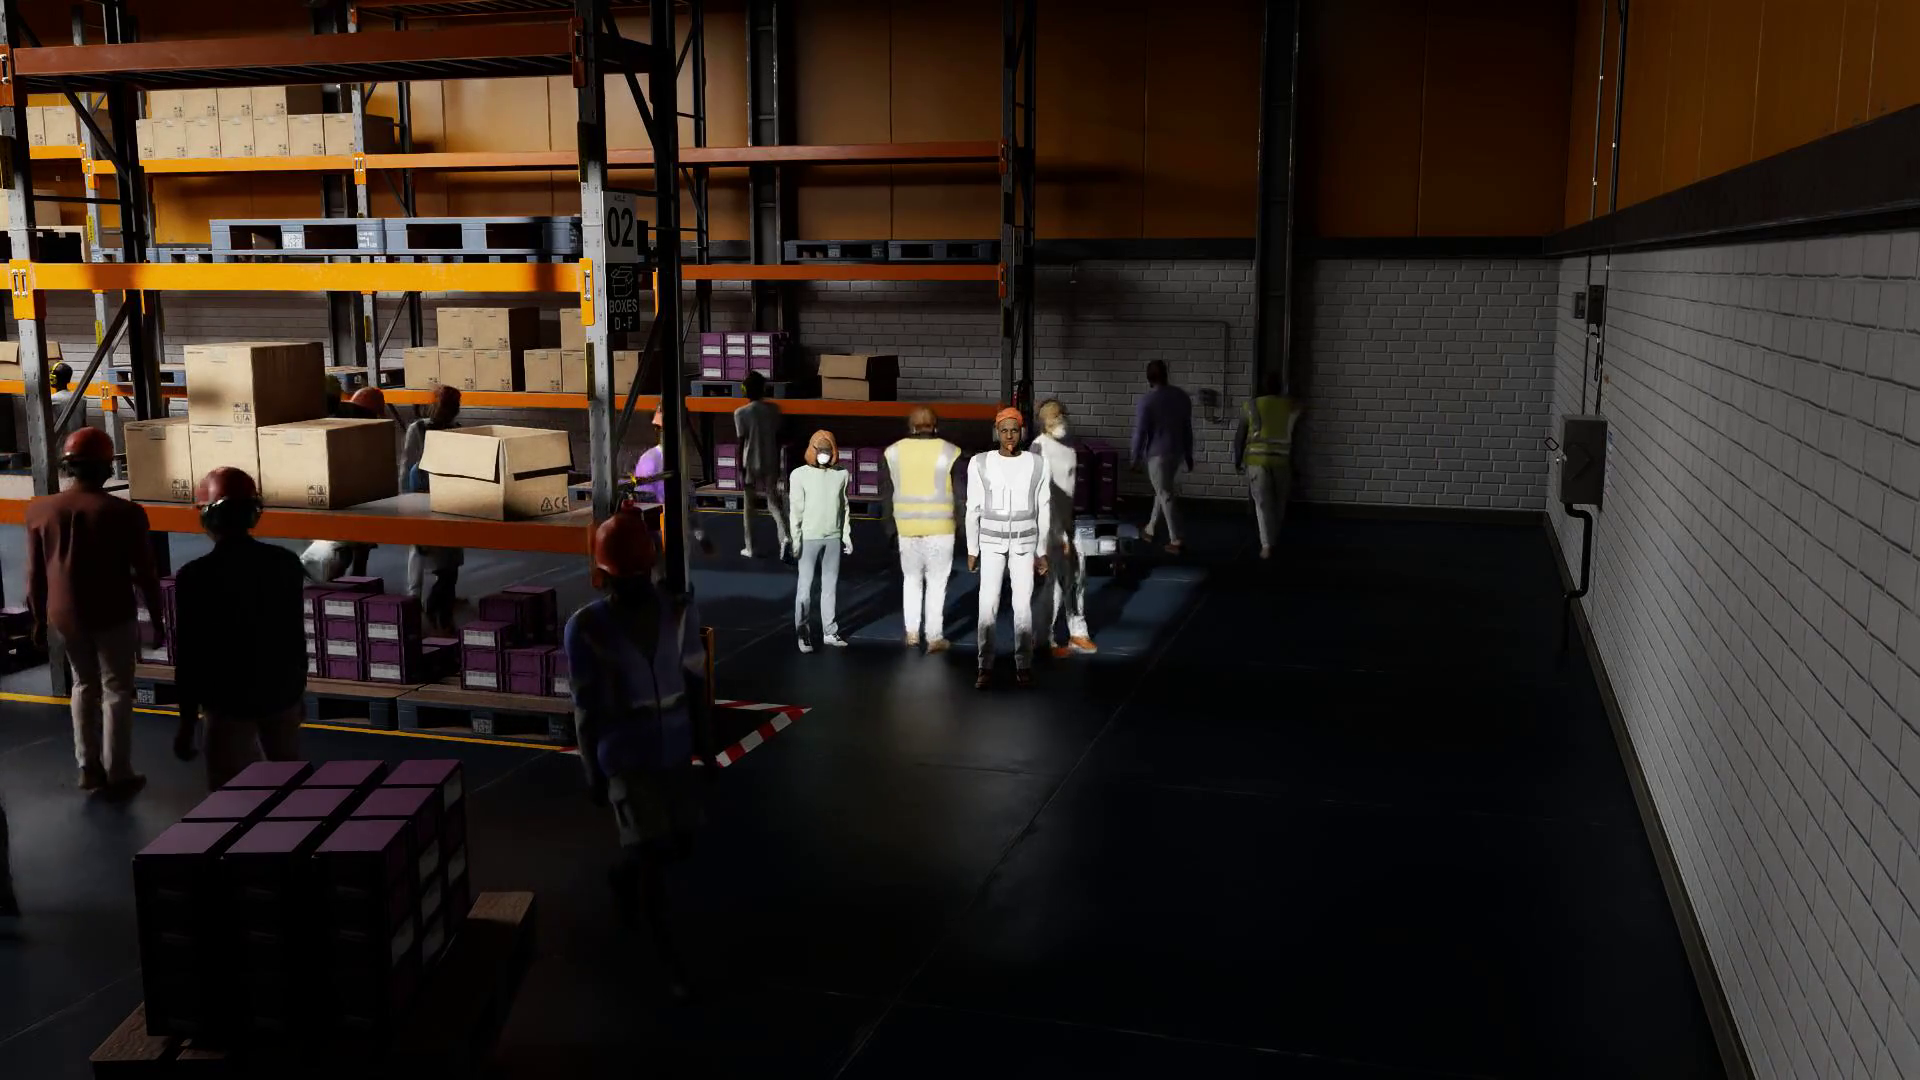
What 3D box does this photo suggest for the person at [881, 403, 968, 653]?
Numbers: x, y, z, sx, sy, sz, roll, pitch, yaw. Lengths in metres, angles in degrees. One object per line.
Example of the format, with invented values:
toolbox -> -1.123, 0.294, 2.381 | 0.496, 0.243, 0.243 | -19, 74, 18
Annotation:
person -> -0.224, -0.081, 12.145 | 0.675, 1.830, 0.504 | 3, 10, 17

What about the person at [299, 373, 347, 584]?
person -> -5.472, -0.488, 14.338 | 0.470, 1.909, 0.623 | -2, 10, -14

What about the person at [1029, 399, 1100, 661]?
person -> 0.704, -0.070, 11.857 | 0.447, 1.891, 0.685 | 4, 10, 23

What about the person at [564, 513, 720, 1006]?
person -> -1.263, 0.807, 6.473 | 0.582, 1.905, 0.713 | -6, 11, -35

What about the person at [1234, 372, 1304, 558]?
person -> 3.014, -0.754, 16.349 | 0.638, 1.782, 0.964 | -1, 9, -4

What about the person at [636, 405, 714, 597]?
person -> -1.970, -0.015, 11.469 | 0.592, 1.907, 0.535 | 2, 9, 11

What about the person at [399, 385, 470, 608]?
person -> -4.317, -0.330, 13.572 | 0.355, 1.854, 0.704 | 7, 12, 38

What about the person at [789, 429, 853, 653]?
person -> -1.017, 0.003, 12.194 | 0.498, 1.633, 0.278 | -6, 11, -33

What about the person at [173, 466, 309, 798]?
person -> -2.979, 0.691, 7.033 | 0.596, 1.977, 0.674 | 5, 11, 28

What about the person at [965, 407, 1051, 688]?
person -> 0.322, 0.058, 11.109 | 0.574, 1.882, 0.356 | -1, 9, -4

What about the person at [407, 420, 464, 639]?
person -> -3.818, -0.046, 12.305 | 0.366, 1.685, 0.551 | 4, 10, 24

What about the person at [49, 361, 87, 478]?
person -> -9.001, -0.866, 16.759 | 0.328, 1.877, 0.512 | 3, 10, 16

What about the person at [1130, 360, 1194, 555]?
person -> 1.930, -0.830, 16.480 | 0.638, 1.891, 0.974 | -6, 11, -33

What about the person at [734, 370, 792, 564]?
person -> -1.879, -0.697, 15.860 | 0.533, 1.843, 0.861 | -5, 11, -29

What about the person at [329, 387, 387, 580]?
person -> -4.659, -0.237, 12.878 | 0.592, 1.891, 0.423 | -9, 13, -42

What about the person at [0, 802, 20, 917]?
person -> -4.353, 0.715, 6.999 | 0.539, 1.925, 0.642 | 1, 9, 5

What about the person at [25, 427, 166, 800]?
person -> -4.519, 0.394, 8.748 | 0.659, 1.977, 0.453 | -1, 9, -7
